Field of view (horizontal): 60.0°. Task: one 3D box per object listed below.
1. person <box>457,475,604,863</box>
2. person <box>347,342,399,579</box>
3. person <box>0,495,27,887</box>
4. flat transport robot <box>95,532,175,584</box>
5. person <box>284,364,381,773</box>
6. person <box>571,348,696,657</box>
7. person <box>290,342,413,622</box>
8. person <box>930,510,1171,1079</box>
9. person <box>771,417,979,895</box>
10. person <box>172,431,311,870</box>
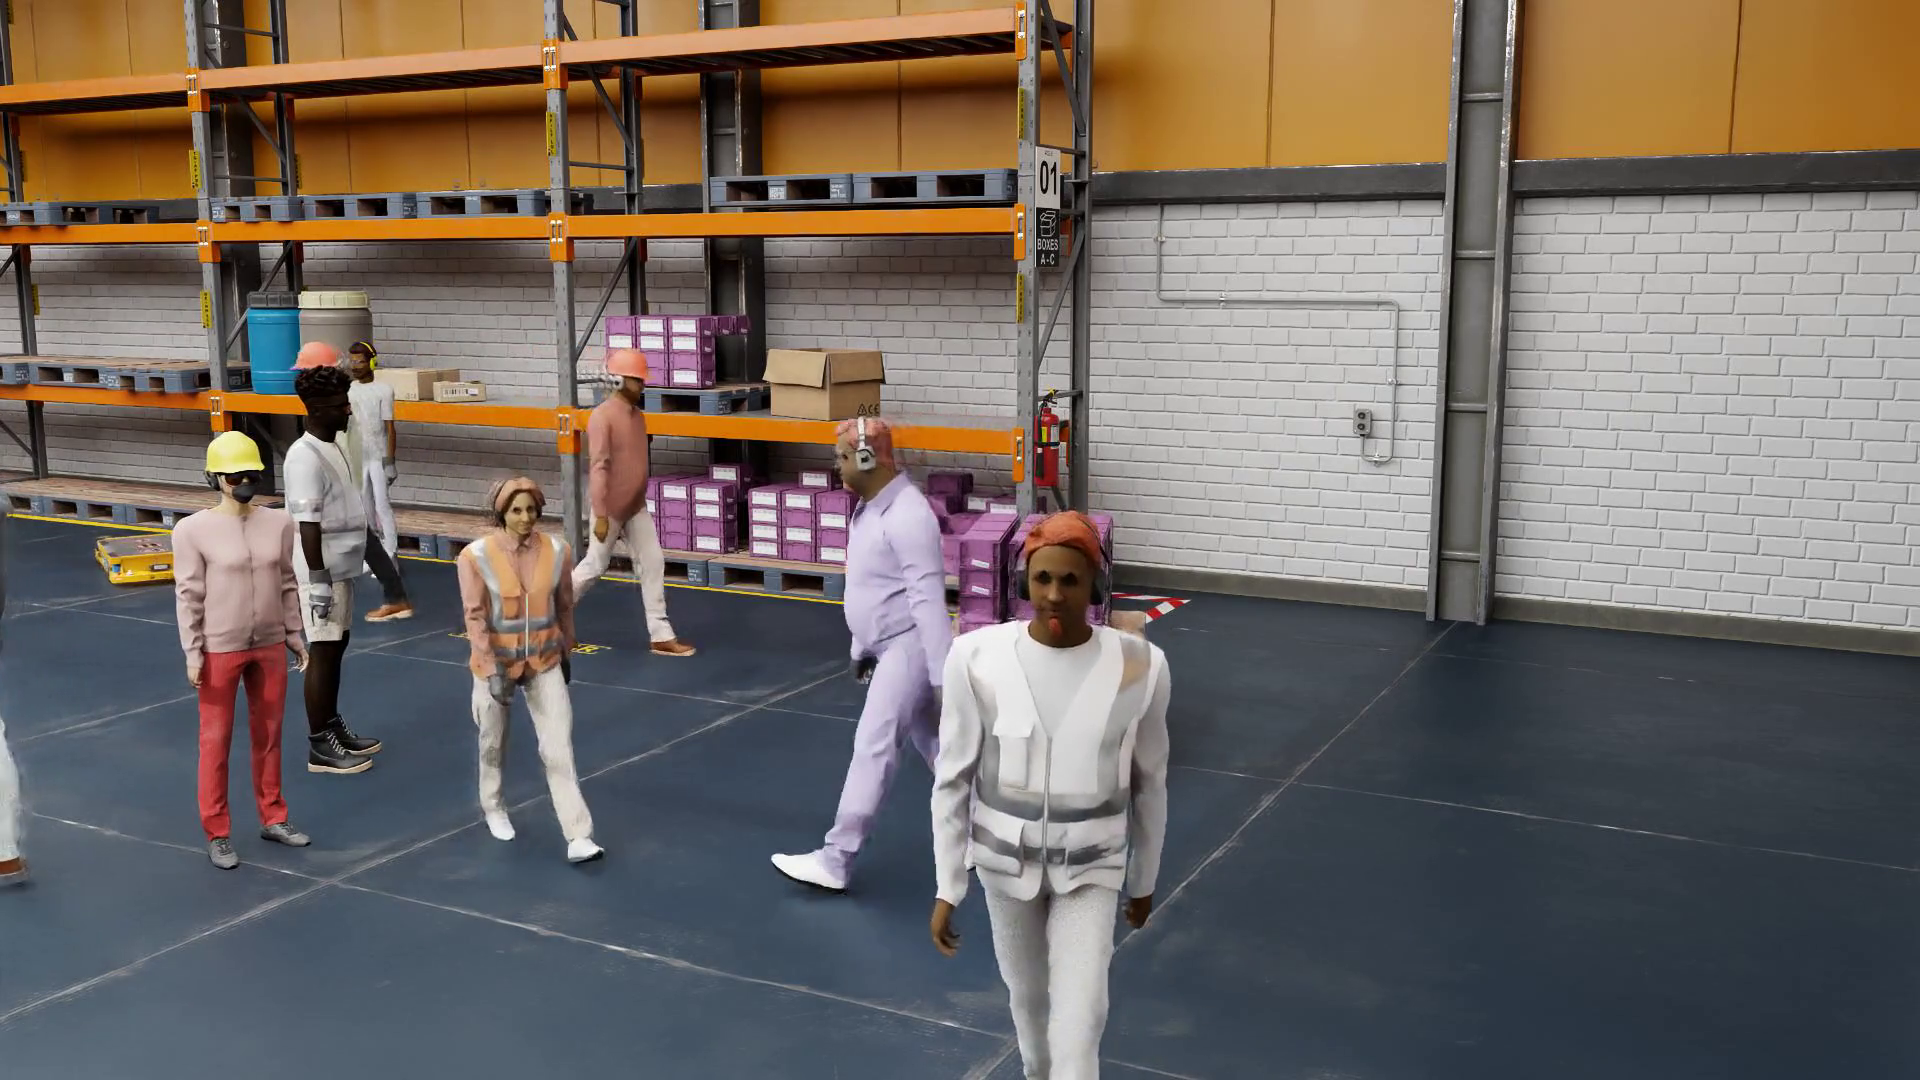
[{"bbox_3d":[-1.785,0.525,6.805,0.499,1.586,0.900,-6,11,-33],"label":"person"},{"bbox_3d":[-4.641,-0.624,13.064,0.509,1.860,0.333,5,10,27],"label":"person"},{"bbox_3d":[-4.092,0.412,6.610,1.035,1.886,0.638,7,12,38],"label":"person"},{"bbox_3d":[-6.496,0.126,13.315,0.652,0.197,1.431,-6,11,-32],"label":"flat transport robot"},{"bbox_3d":[-3.048,0.134,8.049,0.361,1.964,0.616,-2,9,-10],"label":"person"},{"bbox_3d":[-2.201,-0.236,10.425,1.025,1.948,0.632,3,10,19],"label":"person"},{"bbox_3d":[-4.249,-0.363,11.209,1.055,1.933,0.654,-3,10,-18],"label":"person"},{"bbox_3d":[0.228,0.834,4.175,0.575,1.835,1.006,2,9,10],"label":"person"},{"bbox_3d":[-0.256,0.451,6.461,1.016,1.852,0.672,-2,9,-13],"label":"person"},{"bbox_3d":[-2.922,0.436,6.801,0.315,1.770,0.524,7,12,37],"label":"person"}]
